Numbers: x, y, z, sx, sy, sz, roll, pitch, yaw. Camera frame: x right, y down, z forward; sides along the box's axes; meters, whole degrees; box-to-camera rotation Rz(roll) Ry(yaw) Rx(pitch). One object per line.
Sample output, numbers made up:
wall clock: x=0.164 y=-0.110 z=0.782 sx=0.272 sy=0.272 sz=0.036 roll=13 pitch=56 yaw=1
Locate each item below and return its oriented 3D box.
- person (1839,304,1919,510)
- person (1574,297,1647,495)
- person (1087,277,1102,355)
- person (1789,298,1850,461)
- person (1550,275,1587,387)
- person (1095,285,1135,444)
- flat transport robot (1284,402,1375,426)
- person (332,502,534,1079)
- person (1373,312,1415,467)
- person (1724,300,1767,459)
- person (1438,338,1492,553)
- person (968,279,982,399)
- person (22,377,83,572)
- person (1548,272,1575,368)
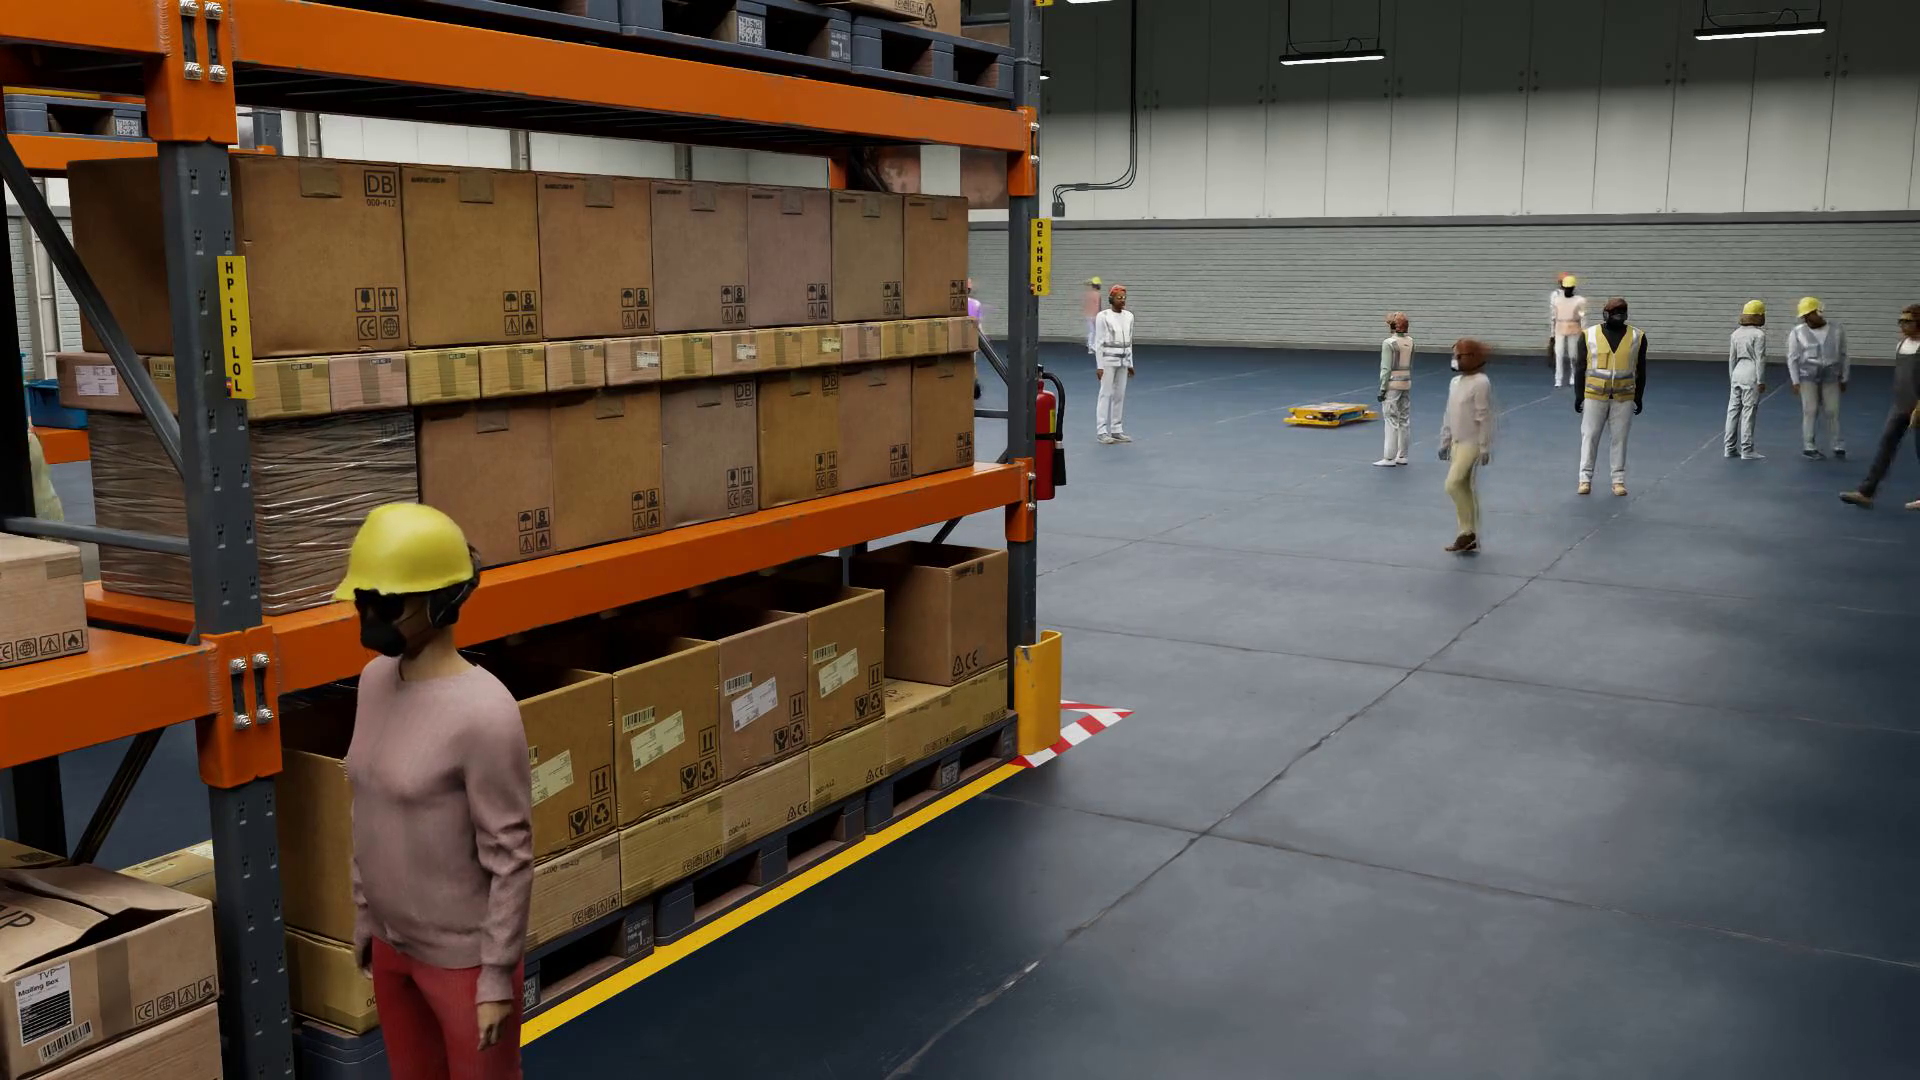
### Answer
person: x=8.208 y=-1.140 z=14.493 sx=0.917 sy=1.801 sz=0.540 roll=-2 pitch=10 yaw=-12
person: x=6.069 y=-1.339 z=15.552 sx=0.633 sy=1.846 sz=0.429 roll=3 pitch=10 yaw=15
person: x=3.069 y=-5.062 z=37.617 sx=0.390 sy=1.753 sz=0.526 roll=-5 pitch=11 yaw=-25
person: x=9.447 y=-1.765 z=18.274 sx=0.652 sy=1.775 sz=0.405 roll=3 pitch=10 yaw=15
person: x=10.434 y=-3.578 z=28.508 sx=0.591 sy=1.904 sz=0.817 roll=6 pitch=11 yaw=32
person: x=1.853 y=-2.094 z=19.863 sx=0.577 sy=1.882 sz=0.349 roll=-7 pitch=12 yaw=-37
flat transport robot: x=4.939 y=-1.686 z=22.185 sx=0.652 sy=0.197 sz=1.431 roll=7 pitch=12 yaw=37
person: x=-1.038 y=0.797 z=3.278 sx=0.522 sy=1.768 sz=0.313 roll=8 pitch=12 yaw=39
person: x=4.620 y=-1.593 z=17.640 sx=0.522 sy=1.640 sz=0.306 roll=-9 pitch=13 yaw=-41
person: x=8.695 y=-1.765 z=18.338 sx=0.297 sy=1.745 sz=0.484 roll=-3 pitch=10 yaw=-17
person: x=3.747 y=-0.697 z=12.445 sx=0.422 sy=1.617 sz=0.533 roll=-2 pitch=10 yaw=-10
person: x=0.075 y=-3.038 z=25.282 sx=0.553 sy=1.921 sz=0.547 roll=-4 pitch=10 yaw=-21
person: x=-4.436 y=0.031 z=7.710 sx=0.583 sy=1.795 sz=0.941 roll=5 pitch=11 yaw=28
person: x=11.992 y=-4.324 z=32.874 sx=0.571 sy=1.892 sz=0.948 roll=-3 pitch=10 yaw=-18
